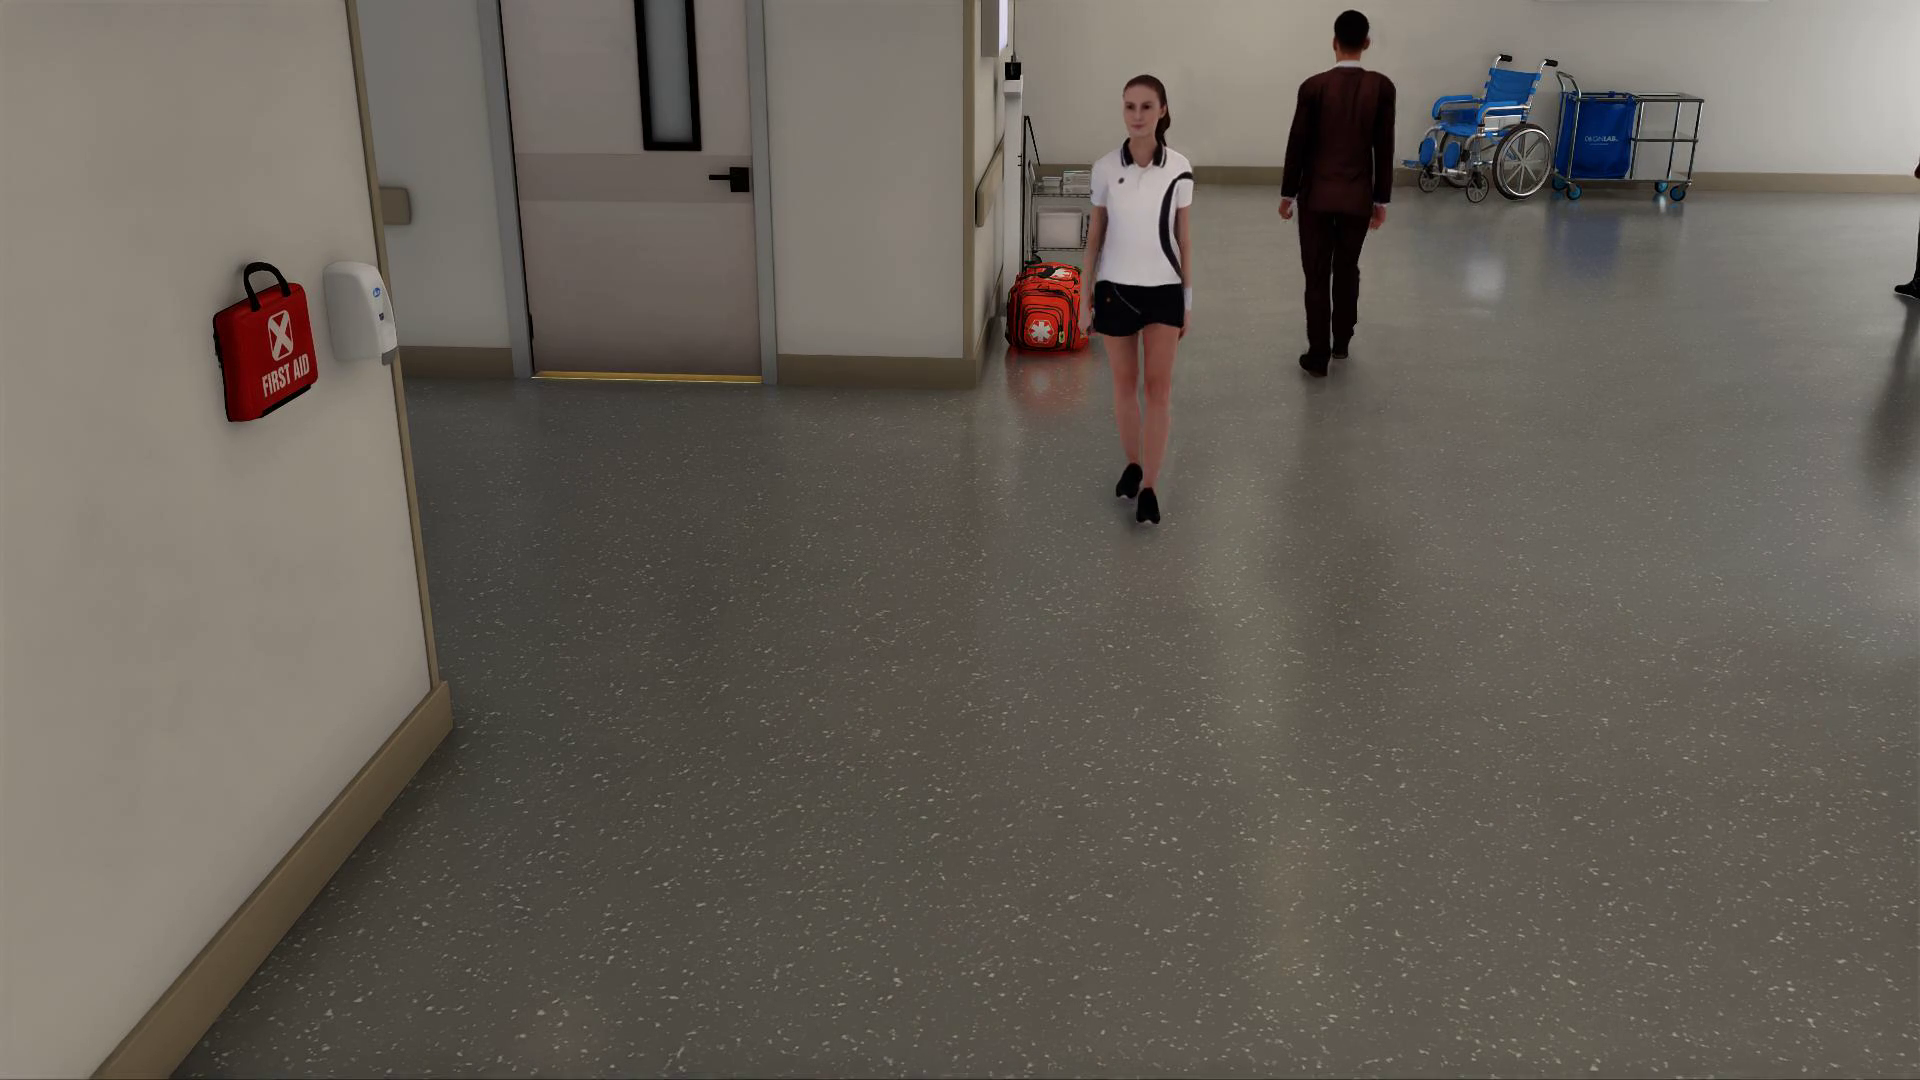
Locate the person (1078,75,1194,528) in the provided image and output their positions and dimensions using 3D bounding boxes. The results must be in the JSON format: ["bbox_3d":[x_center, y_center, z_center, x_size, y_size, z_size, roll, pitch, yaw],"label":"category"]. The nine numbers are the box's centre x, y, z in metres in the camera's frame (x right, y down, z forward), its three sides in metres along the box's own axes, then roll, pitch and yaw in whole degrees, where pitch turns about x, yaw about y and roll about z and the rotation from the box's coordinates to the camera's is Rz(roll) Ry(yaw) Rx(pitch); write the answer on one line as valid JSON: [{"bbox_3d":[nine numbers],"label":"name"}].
[{"bbox_3d":[0.735,-0.970,6.697,0.657,1.723,0.918,5,21,12],"label":"person"}]

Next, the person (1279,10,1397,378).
[{"bbox_3d":[1.957,-1.748,8.571,0.735,1.851,0.729,-1,21,-4],"label":"person"}]
